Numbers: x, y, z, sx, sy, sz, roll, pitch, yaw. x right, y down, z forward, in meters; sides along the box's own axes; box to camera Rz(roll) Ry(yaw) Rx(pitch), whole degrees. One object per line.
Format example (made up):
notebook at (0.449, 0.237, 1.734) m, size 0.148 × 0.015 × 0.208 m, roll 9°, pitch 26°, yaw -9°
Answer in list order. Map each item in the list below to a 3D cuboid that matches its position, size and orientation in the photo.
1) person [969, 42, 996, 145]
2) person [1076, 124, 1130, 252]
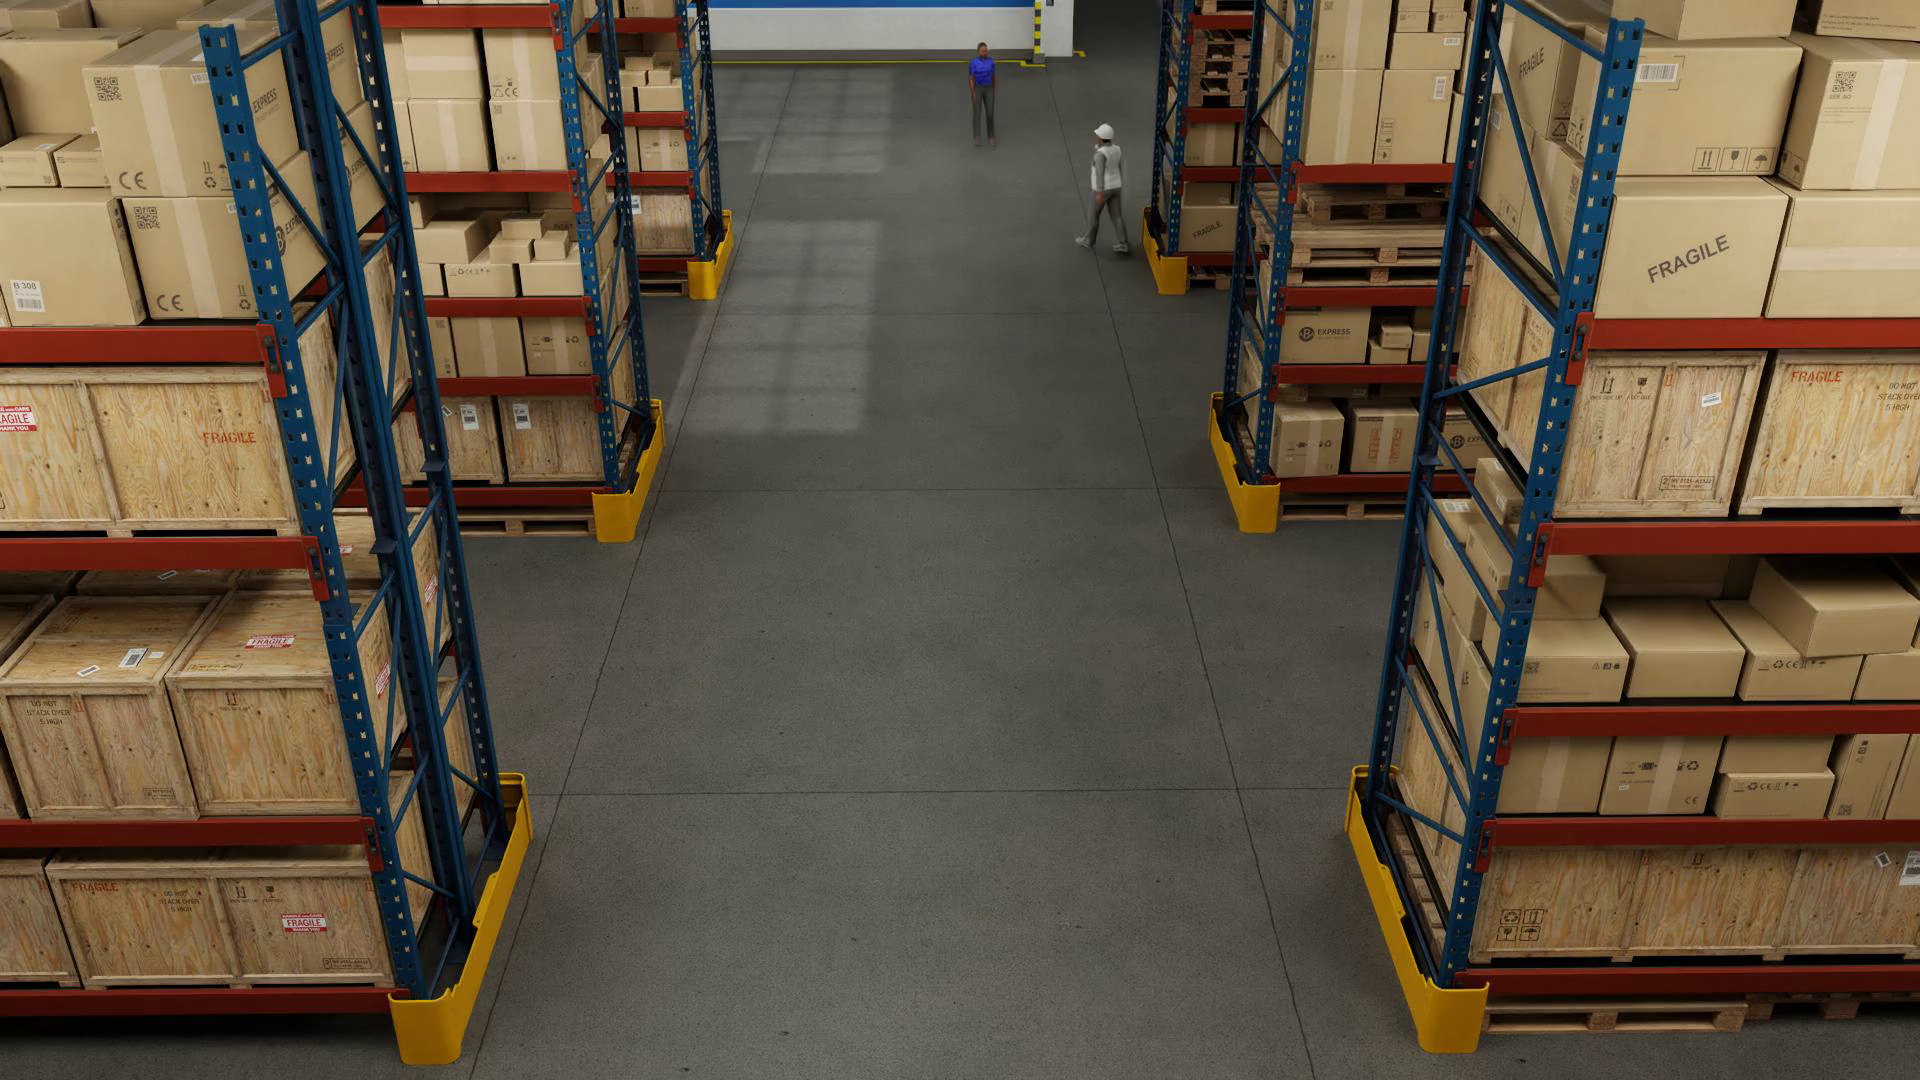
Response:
person at (0.386, -7.487, 27.916) m, size 0.464 × 1.666 × 0.444 m, roll -4°, pitch 29°, yaw -8°
person at (2.026, -4.859, 22.959) m, size 0.555 × 1.752 × 0.860 m, roll -22°, pitch 35°, yaw -35°
